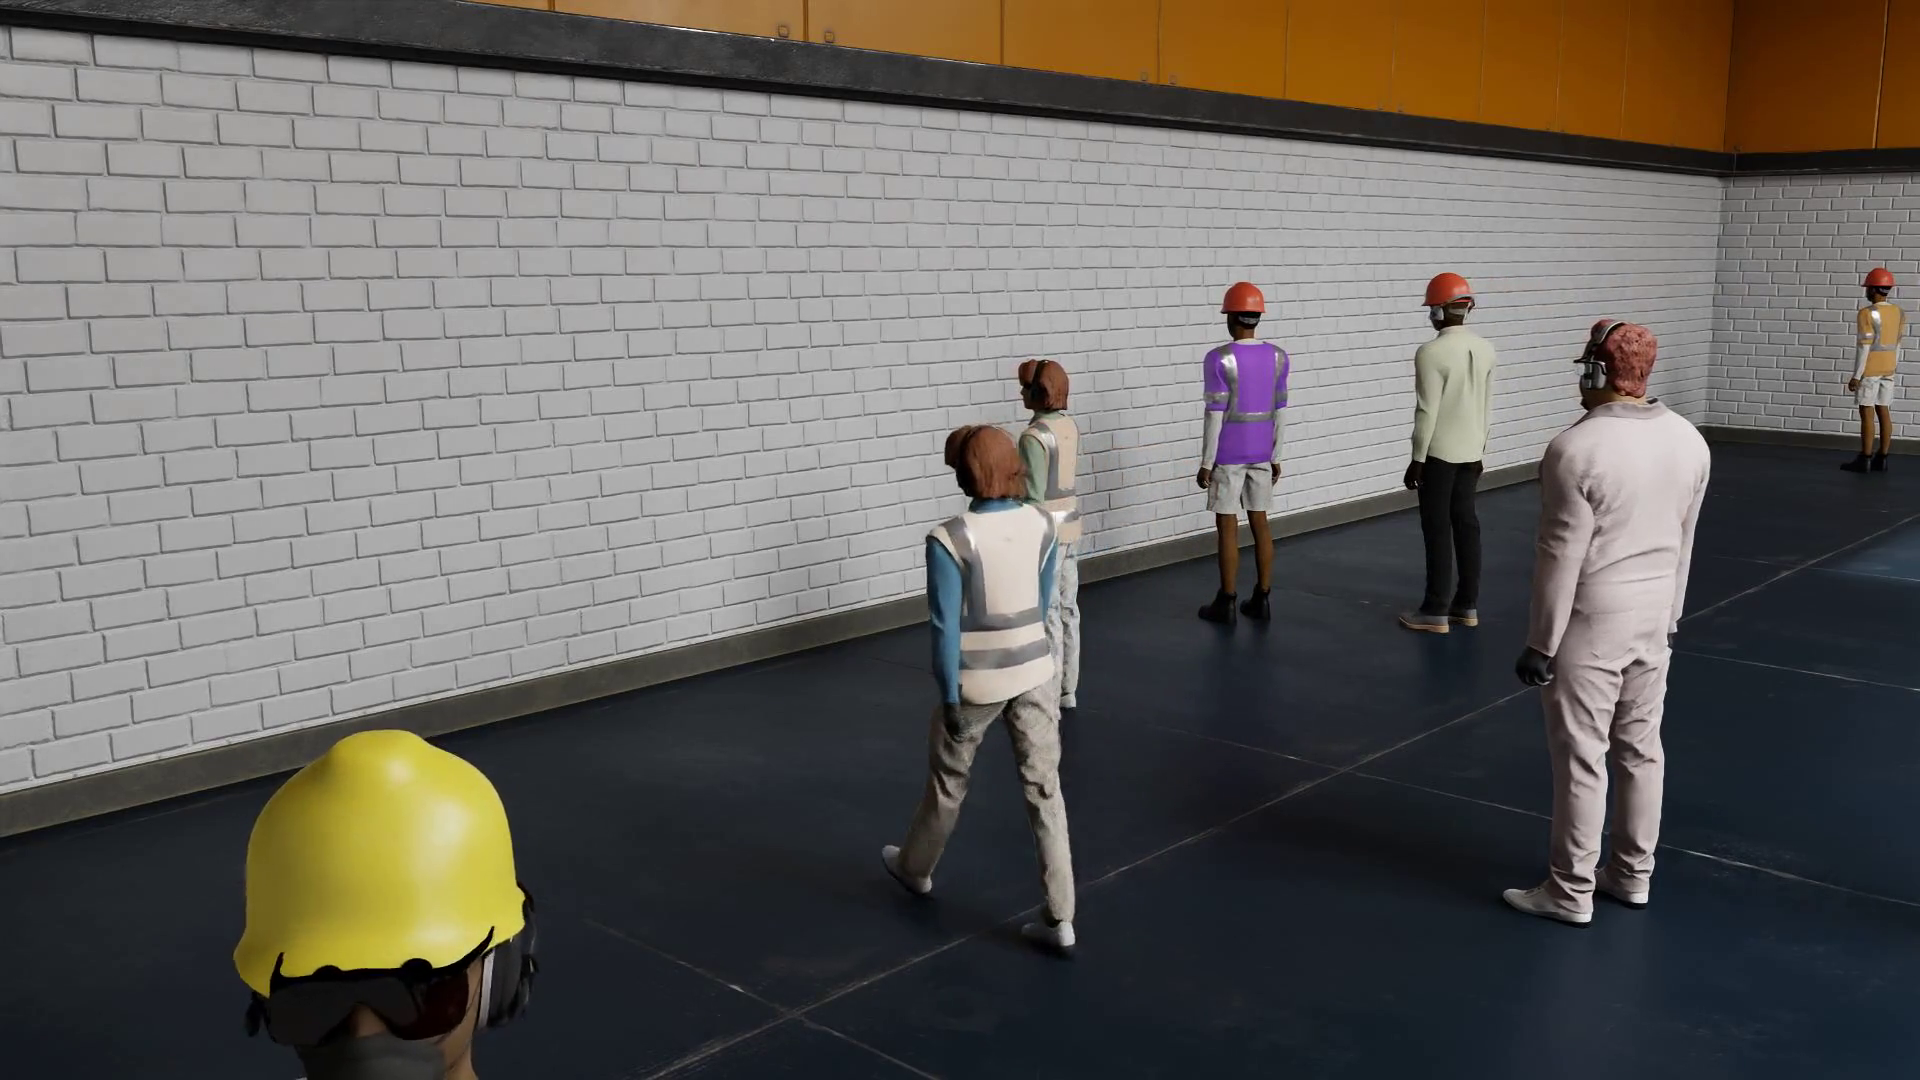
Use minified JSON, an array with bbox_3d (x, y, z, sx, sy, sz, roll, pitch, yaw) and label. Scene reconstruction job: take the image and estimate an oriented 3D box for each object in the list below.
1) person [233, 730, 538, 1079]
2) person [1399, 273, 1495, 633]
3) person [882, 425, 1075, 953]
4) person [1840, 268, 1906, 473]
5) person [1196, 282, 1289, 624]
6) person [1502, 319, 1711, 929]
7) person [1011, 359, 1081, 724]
[{"bbox_3d":[-0.438,1.014,1.382,0.525,1.772,0.300,2,10,12],"label":"person"},{"bbox_3d":[2.705,-0.485,9.281,0.622,1.989,0.399,-7,12,-35],"label":"person"},{"bbox_3d":[0.086,0.435,5.183,0.517,1.585,0.886,-6,12,-32],"label":"person"},{"bbox_3d":[8.683,-1.609,15.832,0.547,1.938,0.377,-4,11,-22],"label":"person"},{"bbox_3d":[1.586,-0.490,9.464,0.553,1.935,0.361,-5,11,-24],"label":"person"},{"bbox_3d":[2.013,0.266,5.250,0.639,1.909,0.409,-5,11,-28],"label":"person"},{"bbox_3d":[0.384,0.010,7.463,0.312,1.642,0.512,5,11,25],"label":"person"}]
